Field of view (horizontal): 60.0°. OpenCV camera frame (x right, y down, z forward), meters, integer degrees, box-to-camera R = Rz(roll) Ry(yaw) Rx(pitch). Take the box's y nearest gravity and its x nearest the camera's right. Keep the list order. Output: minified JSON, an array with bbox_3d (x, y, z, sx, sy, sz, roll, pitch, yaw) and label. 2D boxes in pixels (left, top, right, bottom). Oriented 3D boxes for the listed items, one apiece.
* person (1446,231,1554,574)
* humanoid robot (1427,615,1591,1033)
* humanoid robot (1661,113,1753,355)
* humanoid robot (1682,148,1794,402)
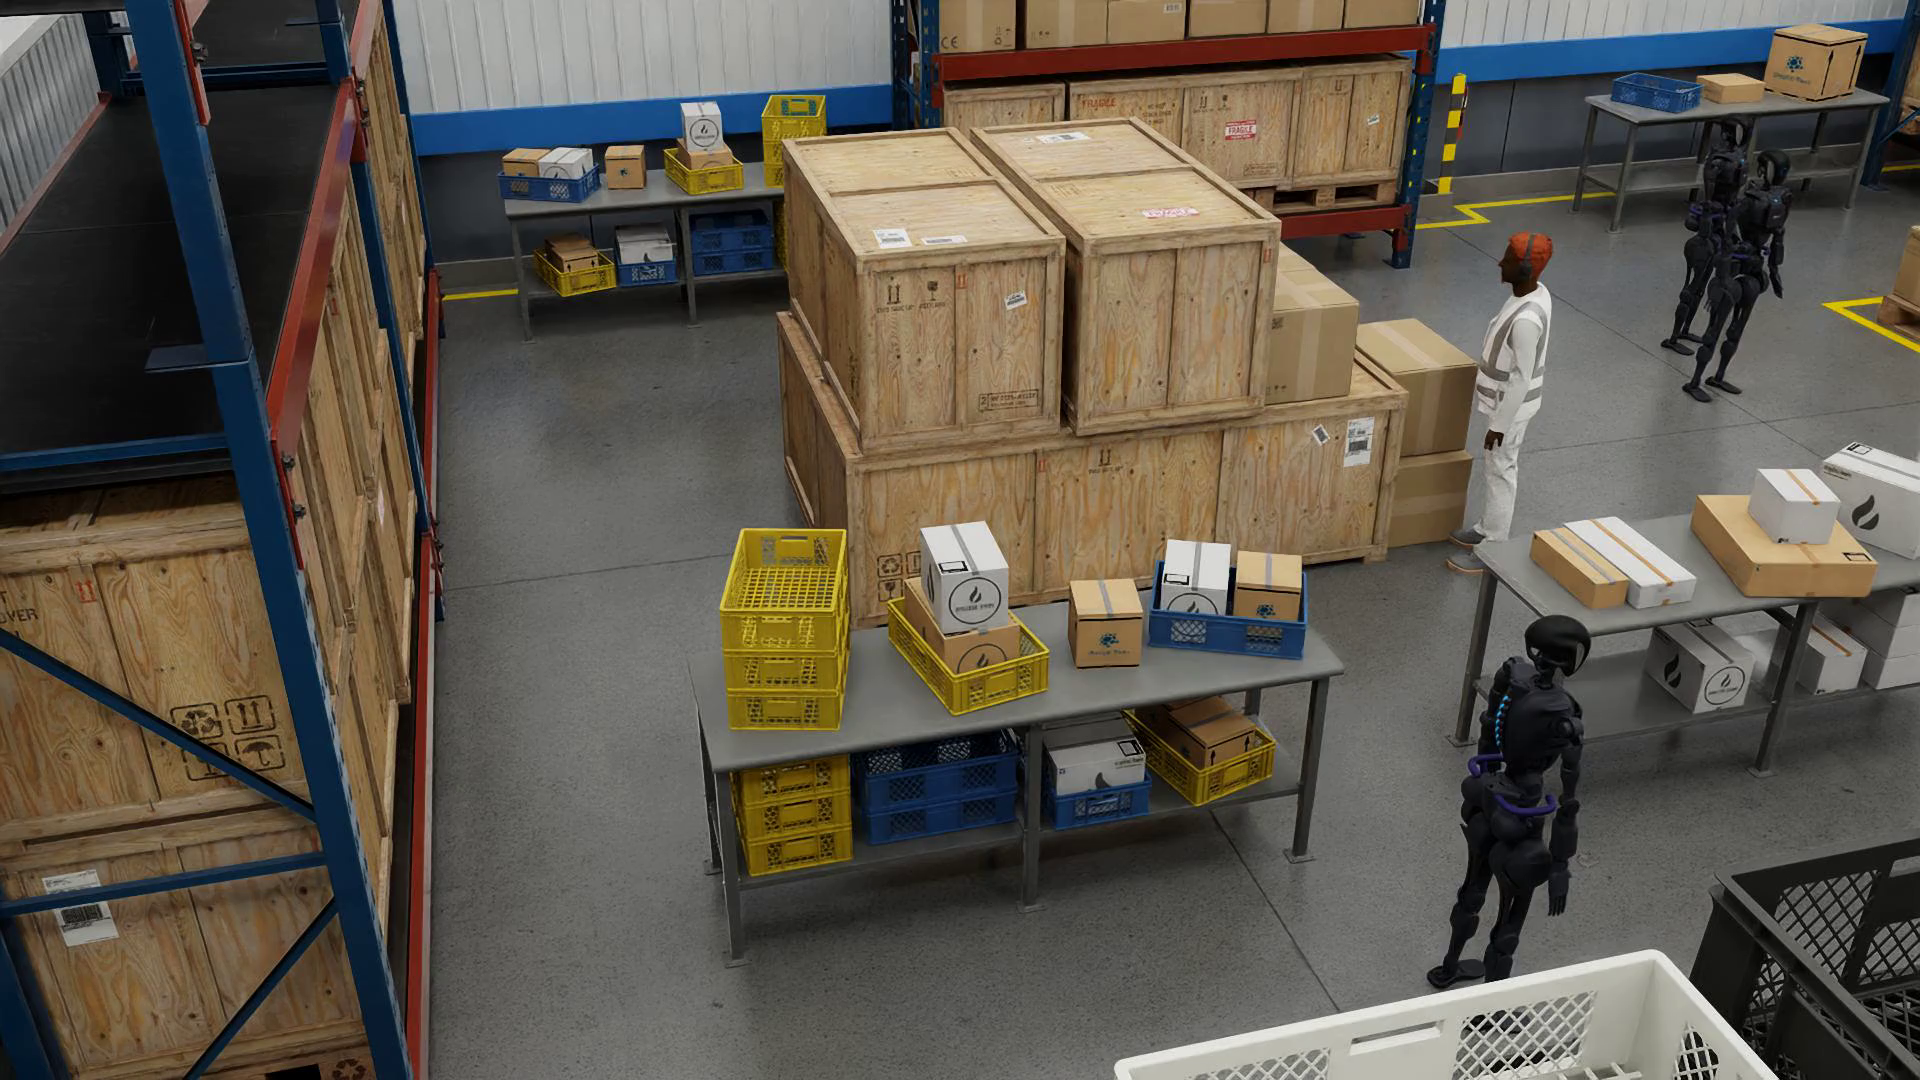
[{"bbox_3d":[2.853,-0.703,8.720,0.354,1.883,0.572,9,30,16],"label":"person"},{"bbox_3d":[1.955,0.983,5.859,0.321,1.657,0.610,-7,30,-12],"label":"humanoid robot"},{"bbox_3d":[5.204,-2.118,11.488,0.327,1.657,0.589,24,37,36],"label":"humanoid robot"},{"bbox_3d":[5.072,-1.713,10.750,0.593,1.657,0.326,-13,31,-23],"label":"humanoid robot"}]
